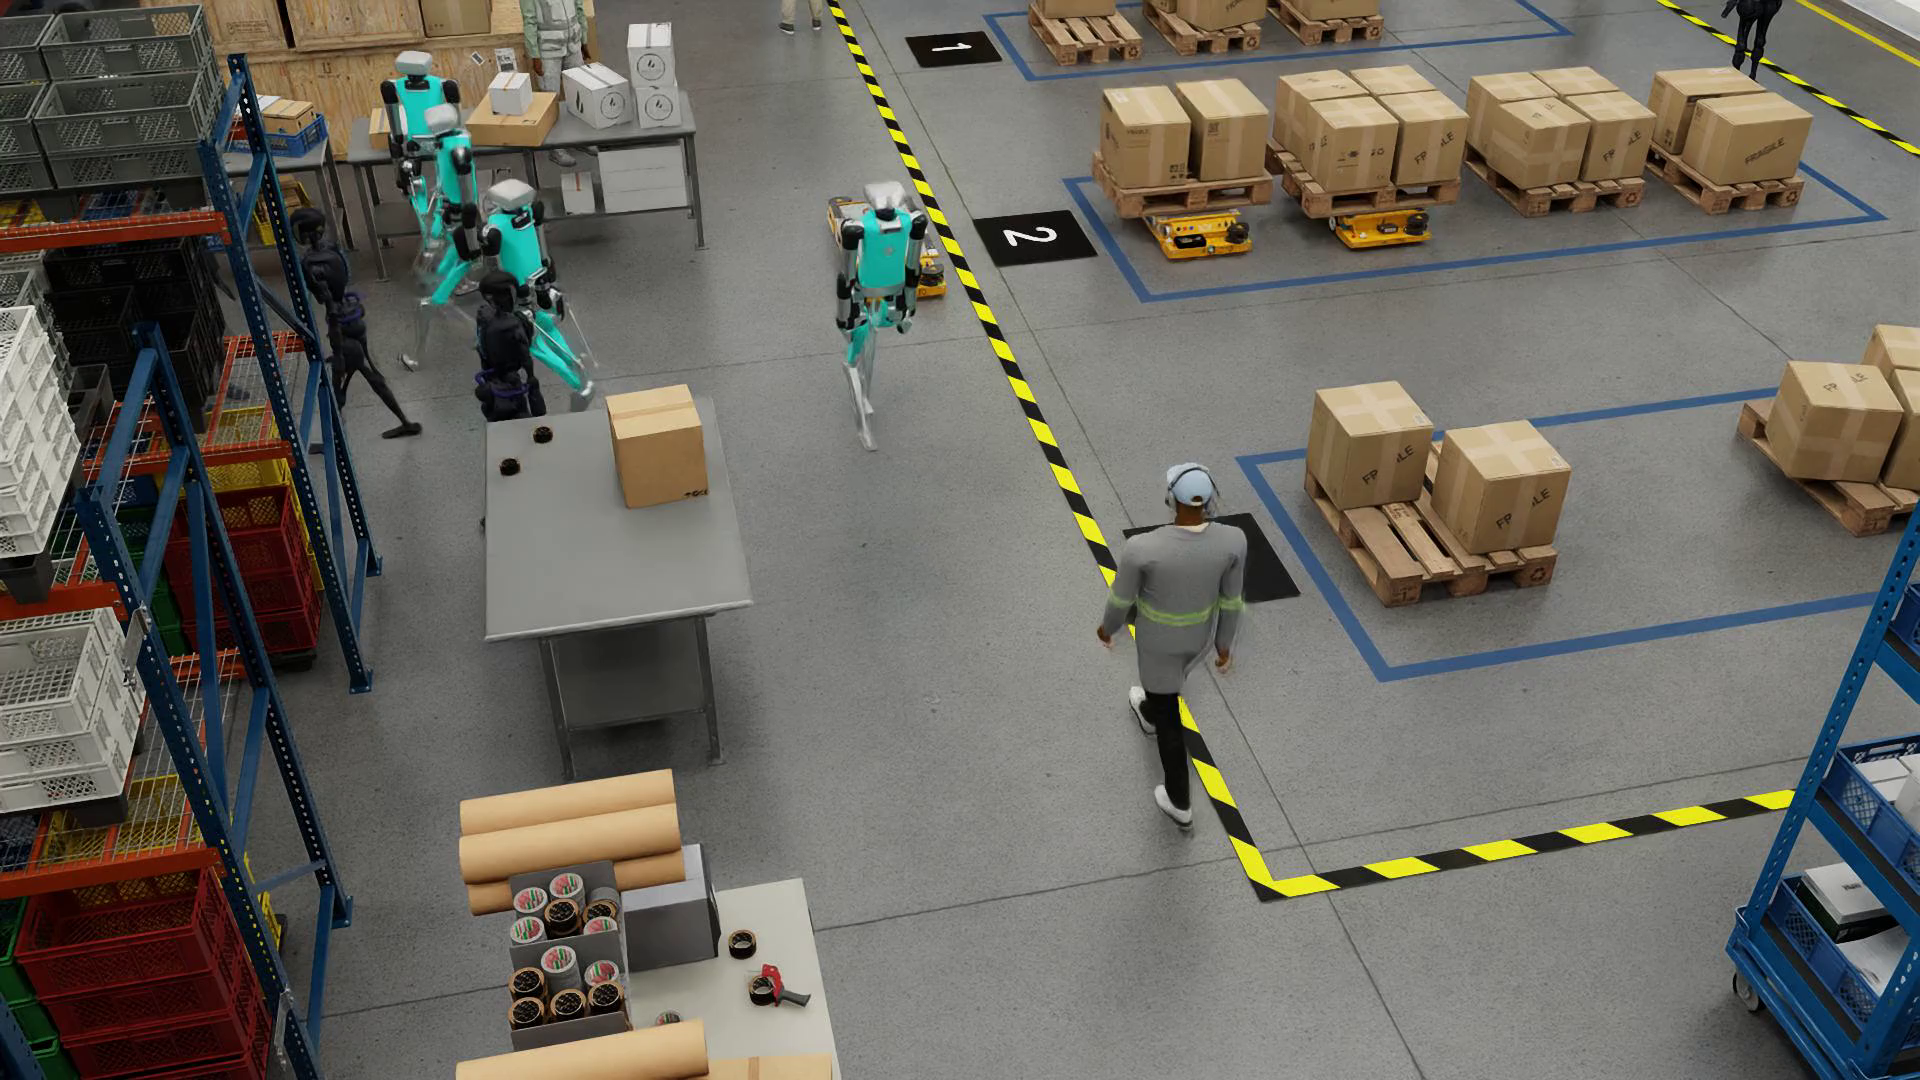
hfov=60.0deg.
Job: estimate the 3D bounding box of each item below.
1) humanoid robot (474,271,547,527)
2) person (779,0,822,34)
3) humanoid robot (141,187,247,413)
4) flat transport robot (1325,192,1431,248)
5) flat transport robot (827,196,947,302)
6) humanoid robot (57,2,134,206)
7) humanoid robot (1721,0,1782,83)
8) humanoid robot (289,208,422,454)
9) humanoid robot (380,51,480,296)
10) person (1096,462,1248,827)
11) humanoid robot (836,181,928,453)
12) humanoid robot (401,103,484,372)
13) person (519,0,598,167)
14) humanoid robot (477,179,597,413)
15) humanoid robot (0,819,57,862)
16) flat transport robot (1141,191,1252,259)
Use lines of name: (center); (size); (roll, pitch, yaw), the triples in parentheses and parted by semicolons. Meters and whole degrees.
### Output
humanoid robot: (-2.545, -0.790, 9.467); (0.590, 1.643, 0.598); (-29, 46, -33)
person: (-1.594, -5.807, 16.099); (0.563, 1.769, 0.396); (-12, 38, -16)
humanoid robot: (-4.889, -1.570, 10.472); (0.325, 1.656, 0.585); (14, 39, 18)
flat transport robot: (3.134, -2.740, 13.213); (0.652, 0.197, 1.431); (-8, 37, -10)
flat transport robot: (-0.570, -2.220, 12.538); (0.659, 0.231, 1.431); (-8, 37, -10)
humanoid robot: (-6.589, -3.372, 12.923); (0.694, 1.636, 0.586); (-9, 38, -12)
humanoid robot: (7.166, -4.883, 14.927); (0.599, 1.653, 0.315); (-15, 39, -19)
humanoid robot: (-3.804, -1.265, 10.097); (0.755, 1.626, 0.609); (-10, 38, -14)
humanoid robot: (-3.708, -2.436, 11.588); (0.555, 1.742, 0.845); (-3, 37, -4)
person: (0.981, 0.416, 7.709); (0.599, 1.803, 0.956); (-11, 38, -14)
humanoid robot: (-0.571, -1.476, 10.310); (0.557, 1.770, 0.822); (-15, 39, -19)
humanoid robot: (-3.518, -1.922, 10.967); (0.858, 1.845, 0.530); (-18, 40, -22)
person: (-3.268, -4.027, 13.570); (0.411, 1.939, 0.602); (26, 44, 30)
humanoid robot: (-2.421, -1.267, 10.043); (0.695, 1.824, 0.533); (14, 39, 19)
humanoid robot: (-4.439, 0.883, 7.175); (0.899, 1.805, 0.548); (-9, 38, -12)
flat transport robot: (1.737, -2.638, 13.077); (0.652, 0.197, 1.431); (-8, 37, -10)
